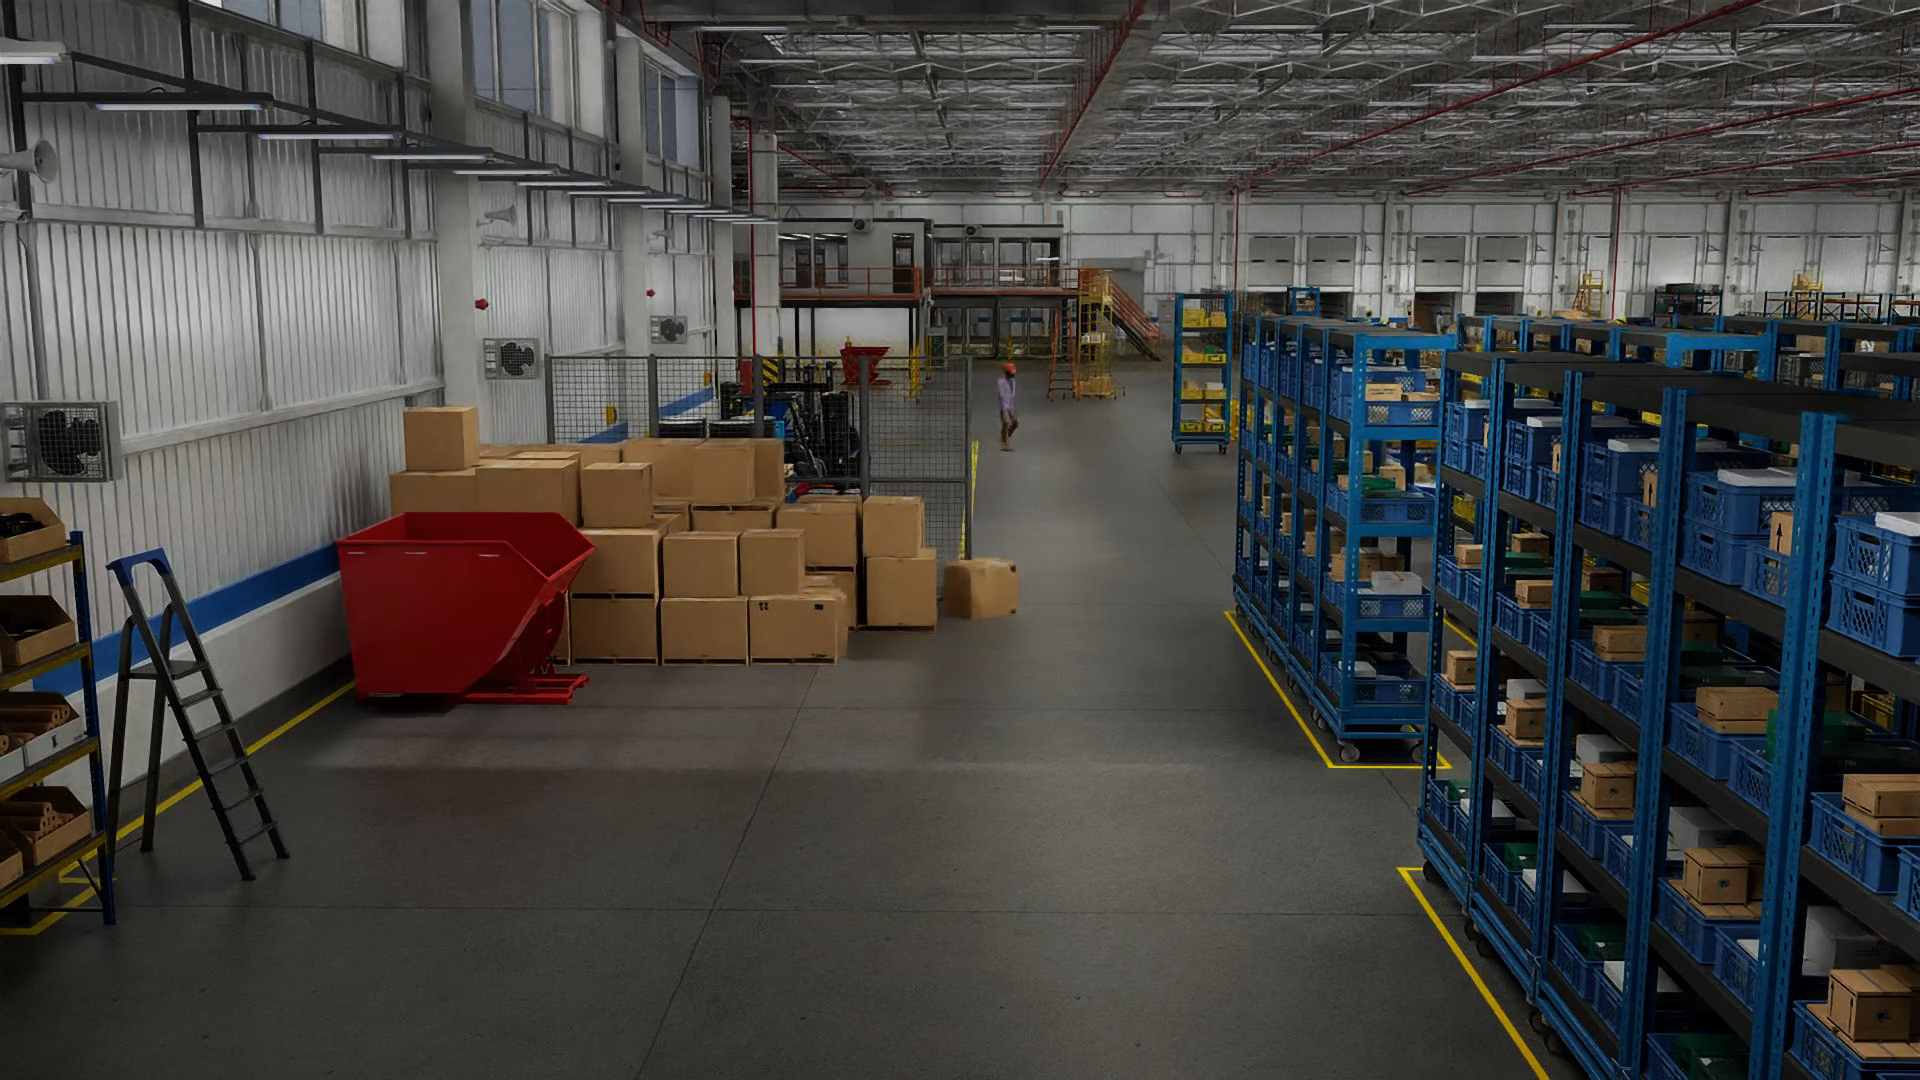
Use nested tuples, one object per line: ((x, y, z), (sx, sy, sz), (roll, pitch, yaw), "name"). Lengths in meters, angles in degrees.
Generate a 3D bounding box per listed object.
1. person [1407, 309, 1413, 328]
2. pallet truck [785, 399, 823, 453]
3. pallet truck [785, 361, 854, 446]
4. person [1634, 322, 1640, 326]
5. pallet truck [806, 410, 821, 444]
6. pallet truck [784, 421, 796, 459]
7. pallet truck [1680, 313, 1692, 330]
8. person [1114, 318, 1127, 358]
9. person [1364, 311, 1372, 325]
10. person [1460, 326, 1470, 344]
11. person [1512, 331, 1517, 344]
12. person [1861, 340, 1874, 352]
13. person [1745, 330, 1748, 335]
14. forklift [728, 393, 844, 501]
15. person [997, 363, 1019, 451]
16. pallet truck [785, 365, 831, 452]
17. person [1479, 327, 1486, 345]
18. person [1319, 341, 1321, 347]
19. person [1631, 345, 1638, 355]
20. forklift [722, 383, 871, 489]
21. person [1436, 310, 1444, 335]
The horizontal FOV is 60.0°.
((25.591, -12.174, 94.632), (0.399, 1.918, 0.588), (5, 11, 30), "person")
((-3.814, -2.432, 36.419), (1.630, 1.274, 0.653), (0, 9, 1), "pallet truck")
((-3.410, -3.193, 38.978), (1.885, 1.965, 0.823), (0, 9, -1), "pallet truck")
((29.068, -8.414, 71.423), (0.392, 1.919, 0.593), (2, 9, 10), "person")
((-3.559, -2.018, 33.905), (1.522, 1.261, 0.704), (0, 9, -1), "pallet truck")
((-4.013, -1.793, 32.705), (1.601, 1.201, 0.680), (0, 9, 1), "pallet truck")
((36.315, -10.531, 84.244), (0.823, 1.965, 1.885), (-6, 11, -33), "pallet truck")
((7.604, -9.575, 78.778), (0.593, 1.849, 0.733), (-1, 9, -5), "person")
((22.880, -11.905, 93.259), (0.445, 1.830, 0.642), (3, 10, 15), "person")
((23.231, -9.197, 76.630), (0.991, 1.792, 0.531), (-3, 10, -18), "person")
((20.008, -6.547, 59.758), (0.362, 1.965, 0.611), (-4, 10, -23), "person")
((32.508, -6.505, 59.574), (0.550, 1.942, 0.346), (-3, 10, -21), "person")
((29.605, -7.003, 62.928), (0.566, 1.849, 0.549), (2, 9, 10), "person")
((-2.979, -1.316, 26.476), (2.680, 1.987, 1.157), (0, 9, 1), "forklift")
((1.100, -3.013, 37.792), (0.449, 2.019, 0.605), (9, 13, 43), "person")
((-3.774, -2.976, 37.635), (1.885, 1.965, 0.823), (1, 9, 5), "pallet truck")
((24.556, -9.492, 78.014), (0.354, 1.936, 0.636), (8, 12, 42), "person")
((14.307, -7.392, 65.061), (0.542, 1.938, 0.357), (-1, 9, -5), "person")
((25.421, -6.917, 62.508), (0.973, 1.831, 0.513), (3, 10, 16), "person")
((-2.893, -1.687, 28.729), (2.680, 1.987, 1.157), (0, 9, -1), "forklift")
((26.397, -11.675, 91.446), (0.388, 1.947, 0.614), (-1, 9, -4), "person")
